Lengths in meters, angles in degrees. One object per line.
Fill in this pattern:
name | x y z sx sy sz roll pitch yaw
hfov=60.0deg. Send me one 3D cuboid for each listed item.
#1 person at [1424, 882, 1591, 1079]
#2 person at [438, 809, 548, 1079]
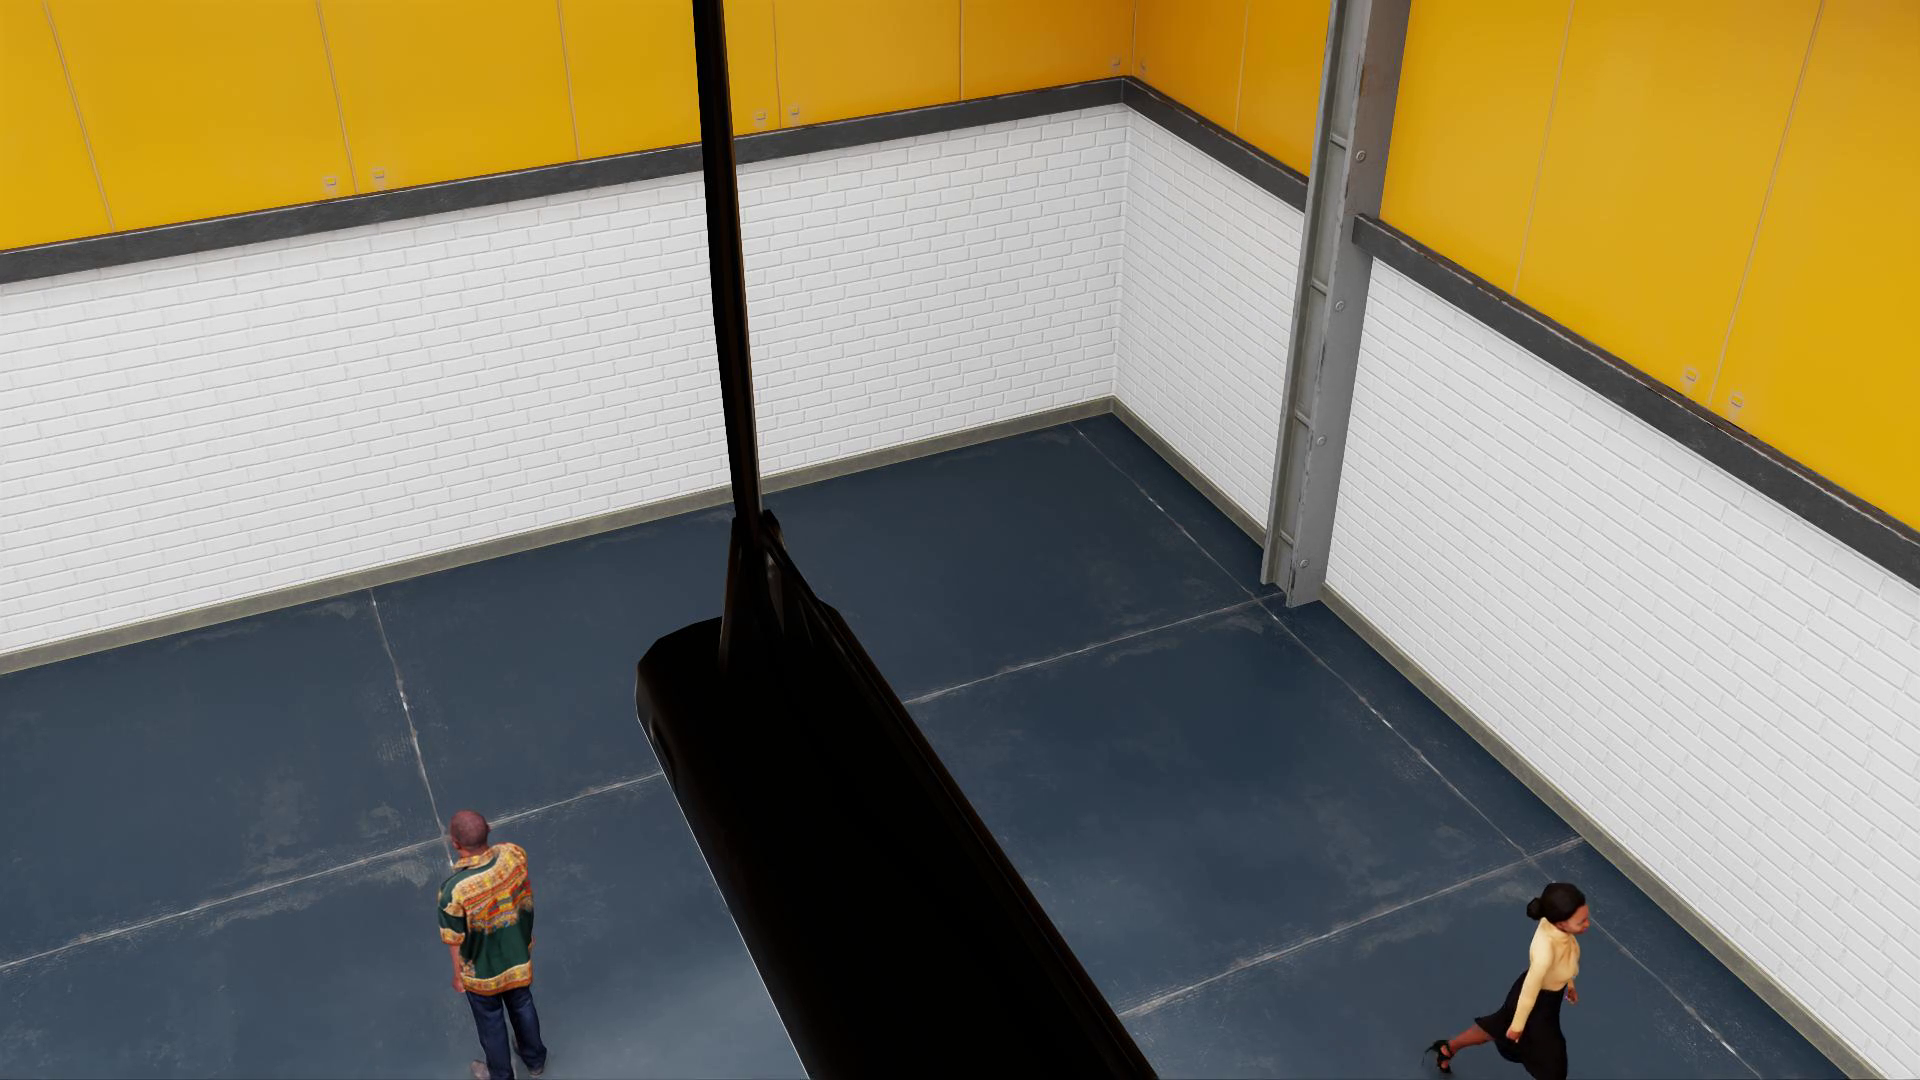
person | 2.773 2.278 8.246 1.096 1.615 0.962 16 37 22
person | -2.336 2.083 8.368 0.833 1.804 0.809 23 40 30
